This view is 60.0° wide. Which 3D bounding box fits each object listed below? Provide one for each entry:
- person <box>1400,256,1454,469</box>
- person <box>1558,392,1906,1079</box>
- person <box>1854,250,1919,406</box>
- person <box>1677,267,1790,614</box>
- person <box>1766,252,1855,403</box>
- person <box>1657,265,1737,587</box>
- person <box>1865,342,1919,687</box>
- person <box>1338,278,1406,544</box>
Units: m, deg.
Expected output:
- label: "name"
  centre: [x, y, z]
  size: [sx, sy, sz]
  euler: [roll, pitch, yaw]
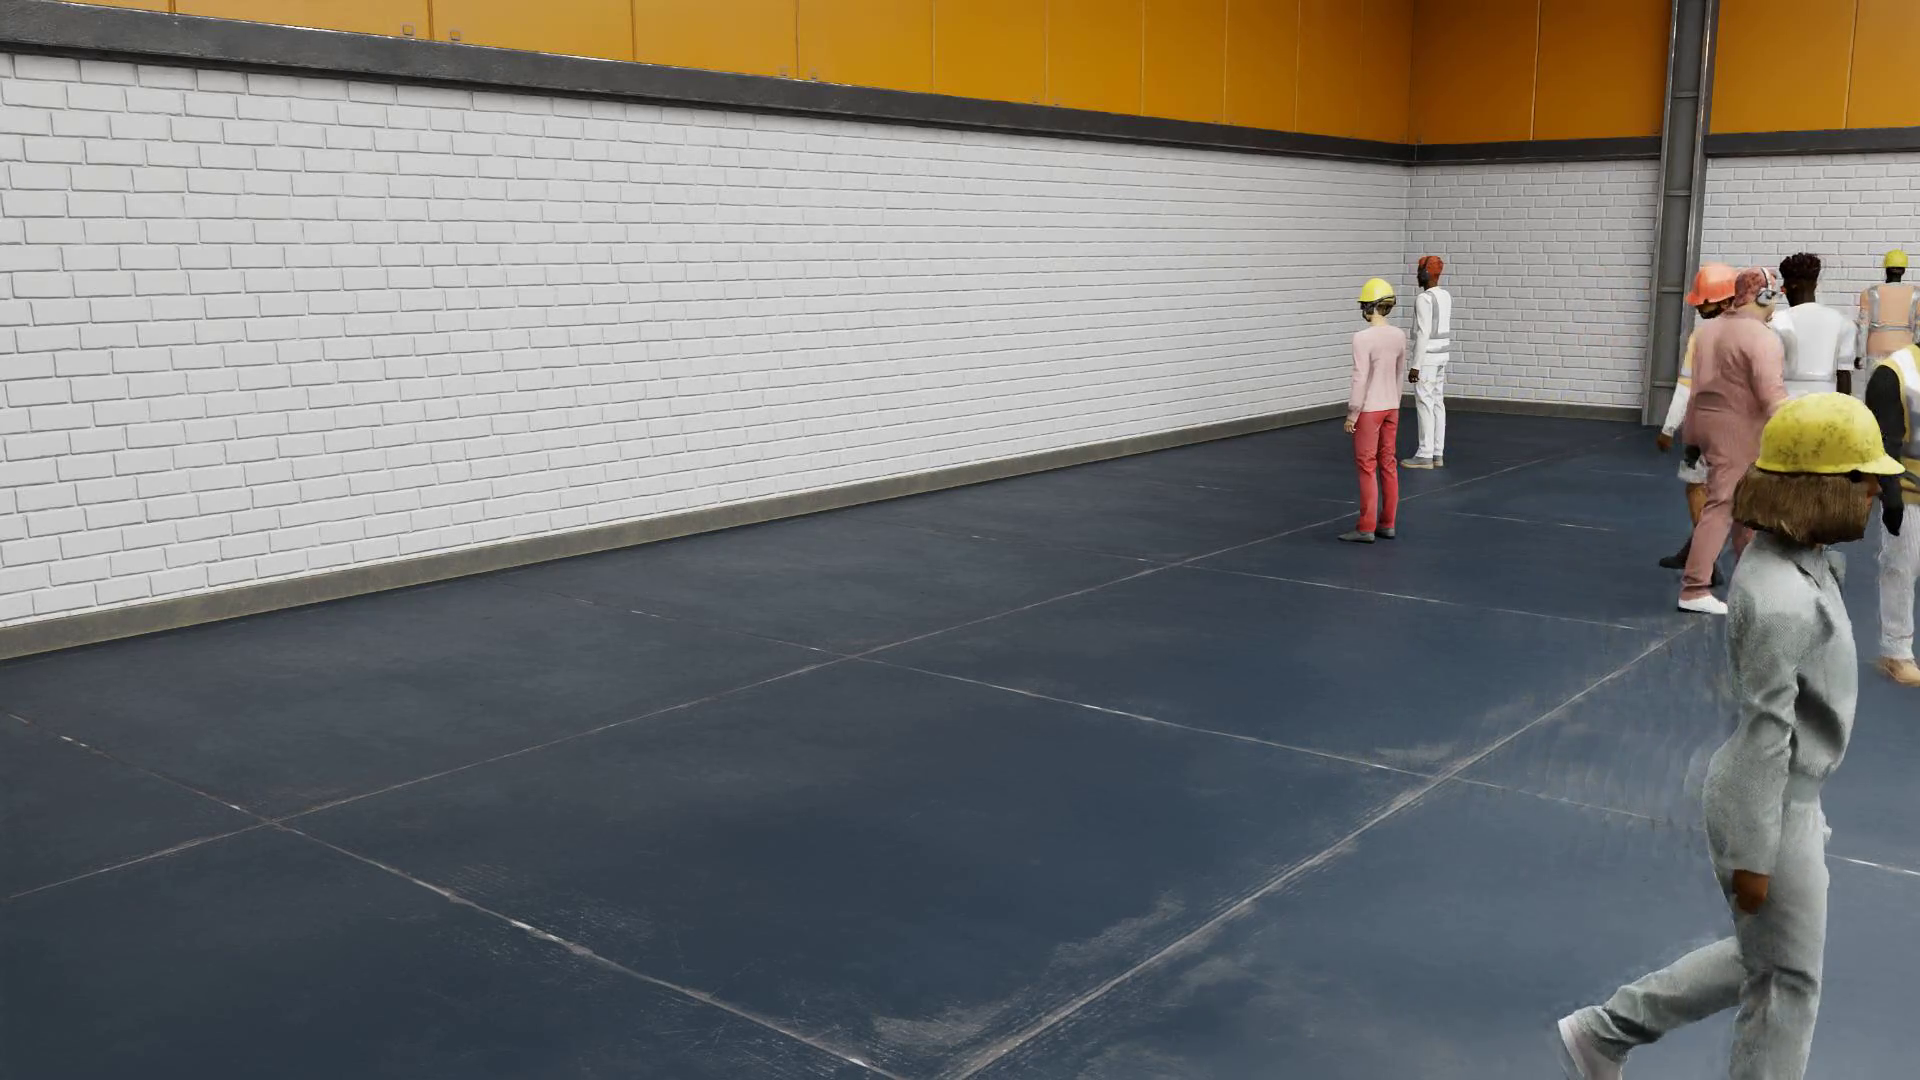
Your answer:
- label: "person"
  centre: [4.168, -1.577, 14.800]
  size: [0.338, 1.882, 0.583]
  euler: [8, 13, 39]
- label: "person"
  centre: [1.597, 0.551, 3.427]
  size: [0.533, 1.732, 0.488]
  euler: [5, 11, 24]
- label: "person"
  centre: [9.059, -1.858, 16.242]
  size: [0.588, 1.927, 0.371]
  euler: [3, 11, 15]
- label: "person"
  centre: [4.318, -0.525, 9.009]
  size: [0.869, 1.865, 0.685]
  euler: [-1, 10, -4]
- label: "person"
  centre: [5.115, -0.785, 10.228]
  size: [0.602, 1.937, 0.504]
  euler: [-2, 10, -12]
- label: "person"
  centre: [4.424, -0.676, 9.851]
  size: [0.619, 1.872, 0.662]
  euler: [-6, 12, -28]
- label: "person"
  centre: [4.332, -0.186, 7.327]
  size: [0.649, 1.800, 0.773]
  euler: [1, 10, 4]
- label: "person"
  centre: [2.765, -0.861, 11.161]
  size: [0.533, 1.767, 0.313]
  euler: [-8, 13, -39]
